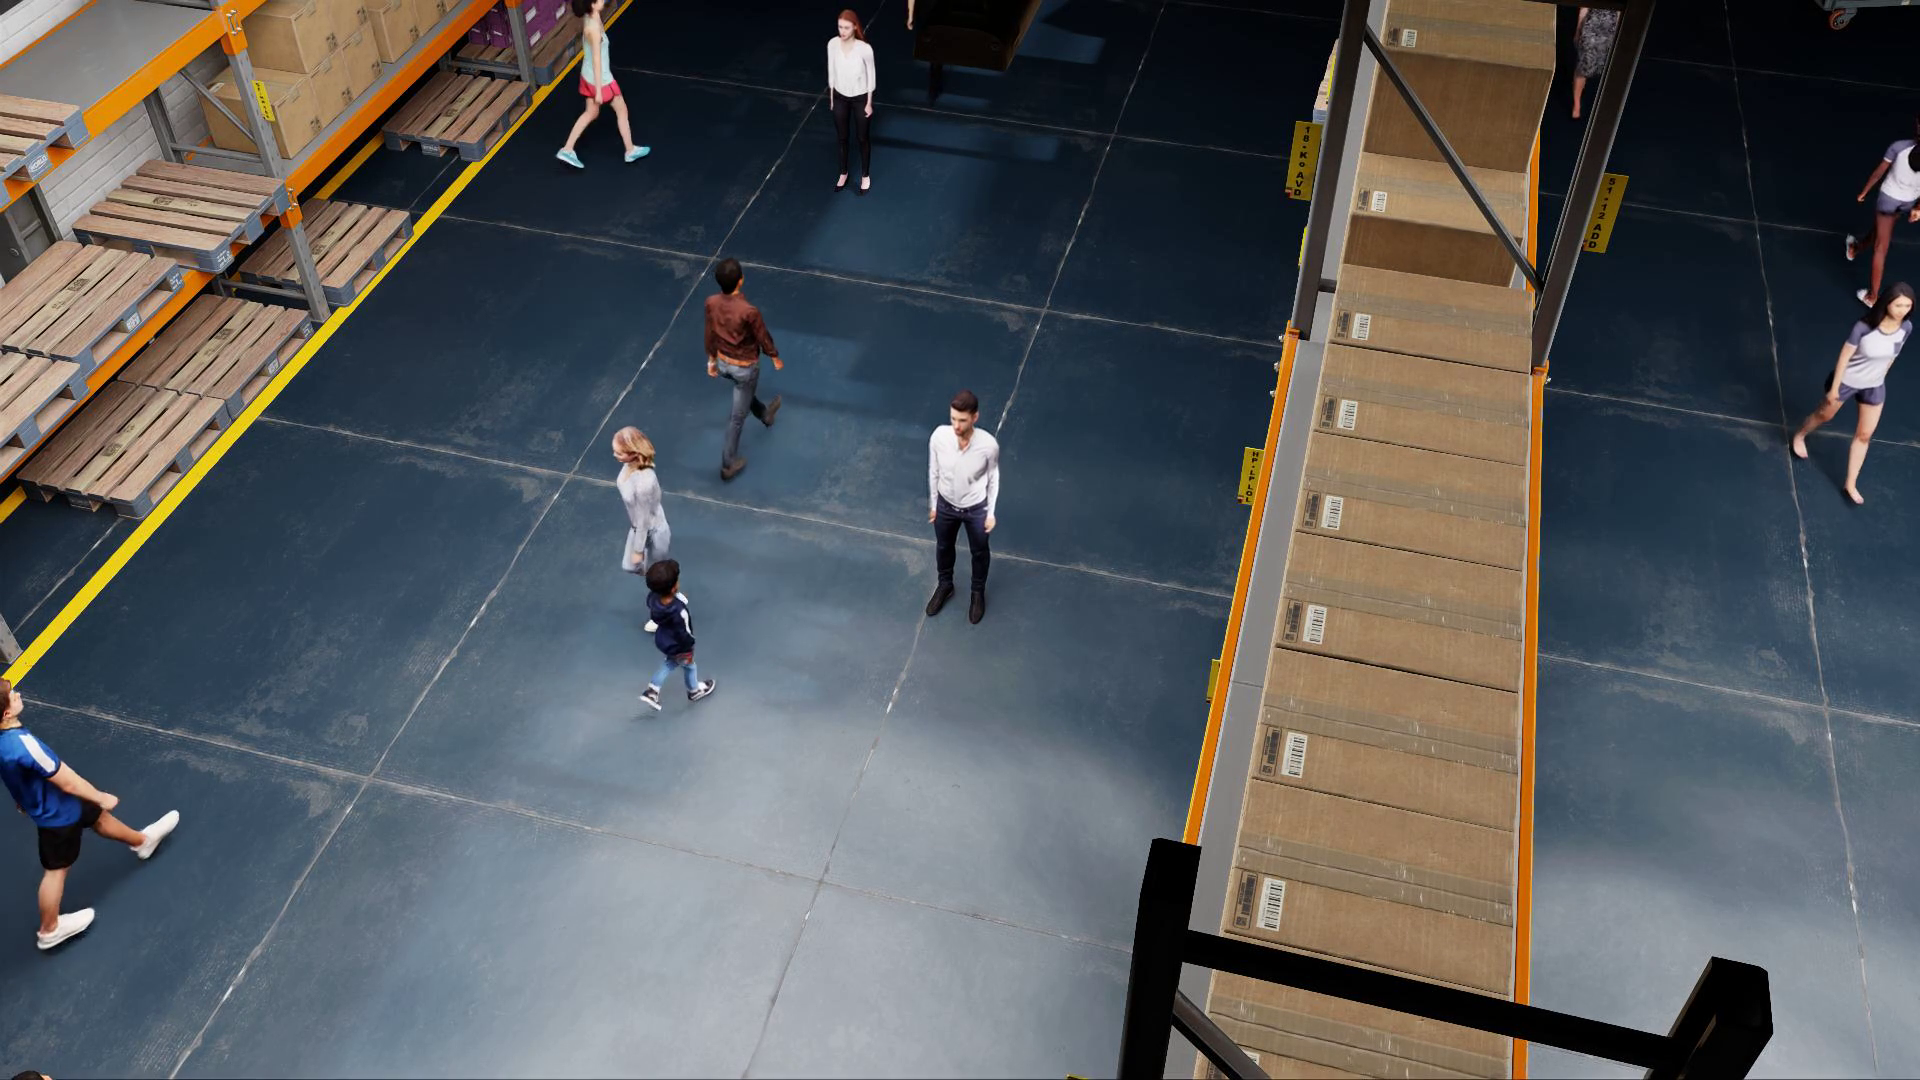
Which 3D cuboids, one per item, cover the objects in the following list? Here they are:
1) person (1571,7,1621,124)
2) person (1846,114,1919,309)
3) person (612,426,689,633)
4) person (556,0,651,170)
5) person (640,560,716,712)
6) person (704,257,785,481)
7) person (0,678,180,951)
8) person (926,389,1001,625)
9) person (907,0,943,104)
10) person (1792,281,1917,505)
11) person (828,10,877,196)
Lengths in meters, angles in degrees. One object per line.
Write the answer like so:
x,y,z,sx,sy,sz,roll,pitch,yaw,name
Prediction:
6.106,-4.901,16.007,0.685,1.684,0.877,3,44,3,person
7.711,-2.698,13.700,0.786,1.676,1.211,2,44,2,person
-1.941,-0.065,10.864,0.785,1.776,0.715,-15,46,-15,person
-3.384,-4.173,15.209,1.100,1.731,1.093,-14,45,-14,person
-1.866,0.632,10.542,0.829,1.211,0.727,-30,51,-28,person
-1.652,-1.187,12.077,0.869,1.727,1.196,23,48,22,person
-5.079,1.525,9.164,0.969,1.819,1.340,26,50,25,person
0.026,-0.248,10.990,0.608,1.867,0.574,12,45,12,person
-0.259,-5.215,16.370,0.664,1.638,1.150,7,44,7,person
6.499,-1.183,12.120,0.825,1.662,1.104,-2,44,-3,person
-0.968,-3.927,14.931,0.585,1.758,0.489,12,45,12,person
